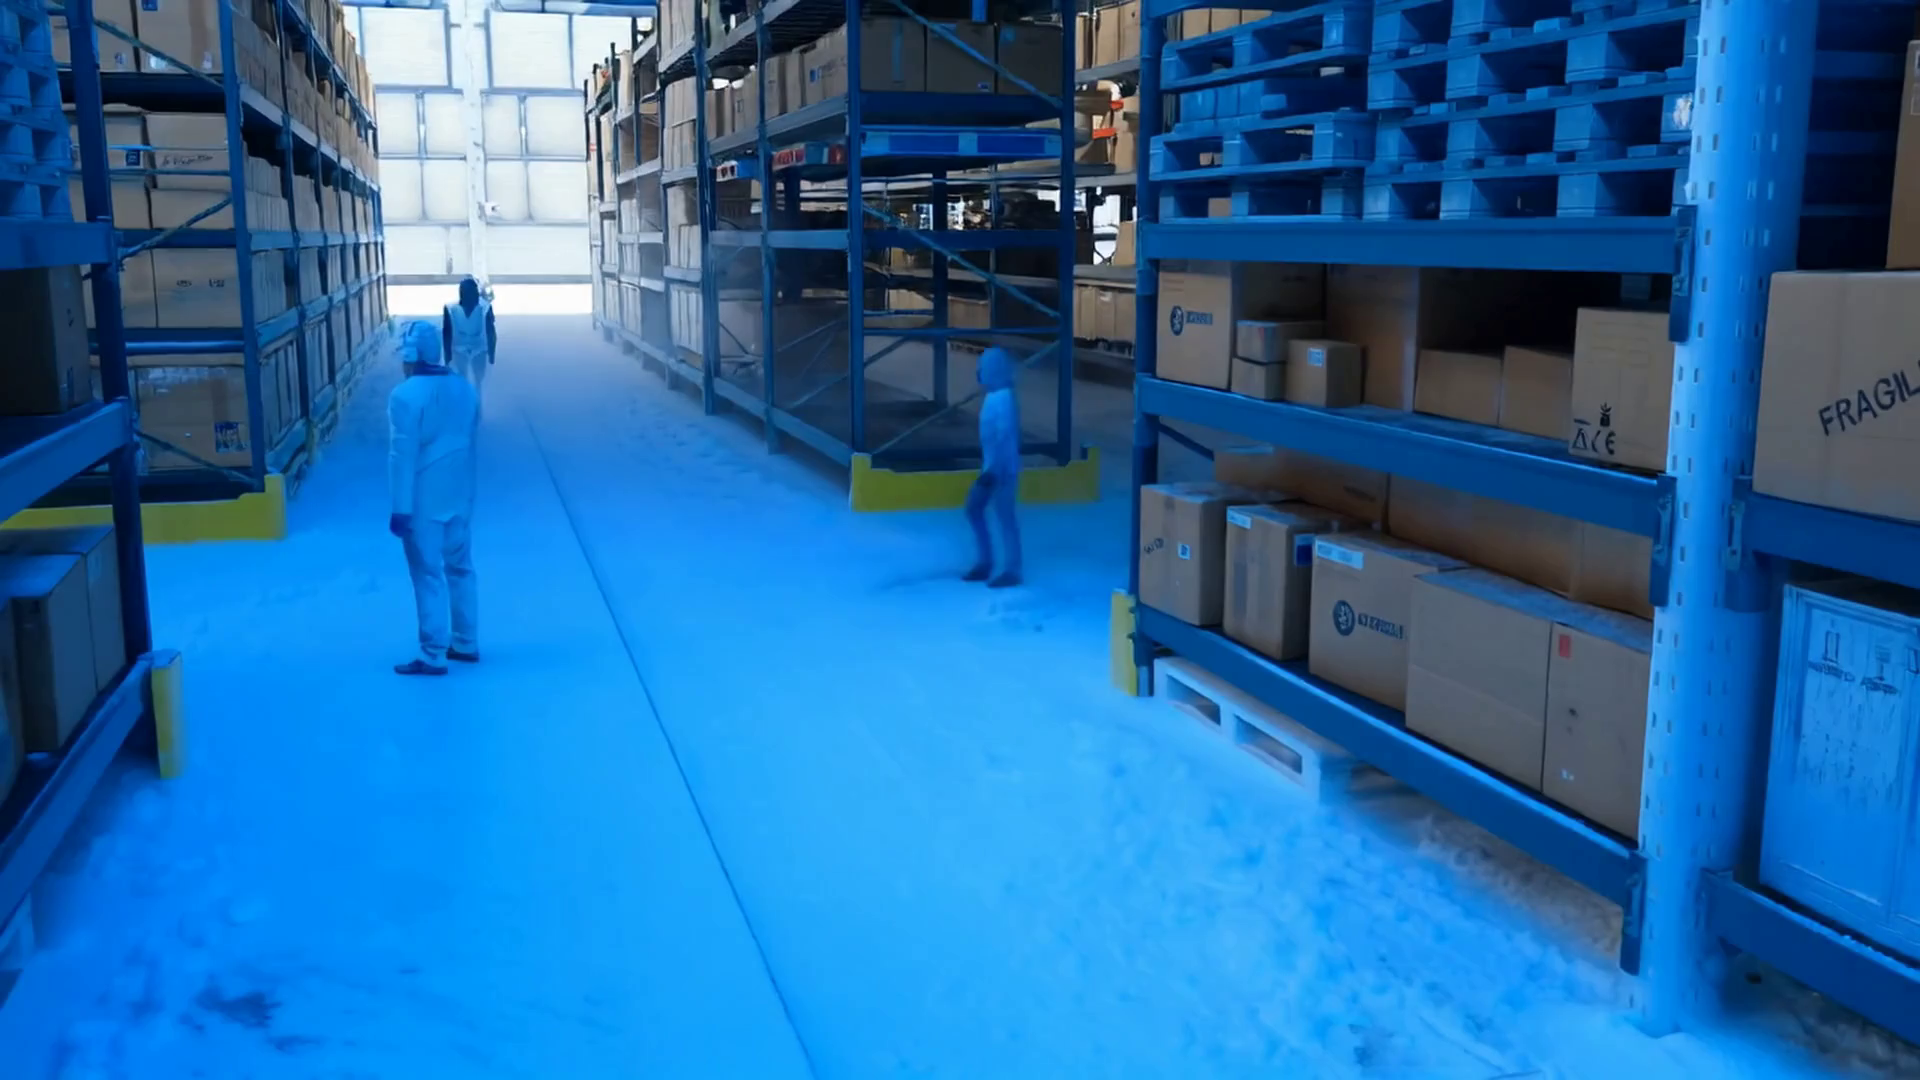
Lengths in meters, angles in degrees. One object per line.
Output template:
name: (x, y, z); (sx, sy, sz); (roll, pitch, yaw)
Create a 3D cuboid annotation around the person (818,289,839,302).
person: (-2.593, -4.585, 32.677); (0.420, 1.985, 0.615); (-8, 13, -36)

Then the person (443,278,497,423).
person: (-6.178, -2.377, 20.988); (0.660, 1.826, 0.539); (-2, 11, -12)

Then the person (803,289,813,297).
person: (-4.321, -6.743, 45.243); (0.884, 1.699, 0.586); (9, 14, 42)

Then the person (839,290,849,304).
person: (-2.552, -4.934, 35.335); (0.533, 1.733, 0.905); (-2, 10, -9)

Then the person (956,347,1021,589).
person: (0.168, -0.465, 11.061); (0.559, 1.613, 0.521); (-2, 10, -9)

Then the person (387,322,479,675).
person: (-2.868, -0.225, 9.009); (0.398, 1.899, 0.650); (3, 11, 17)
